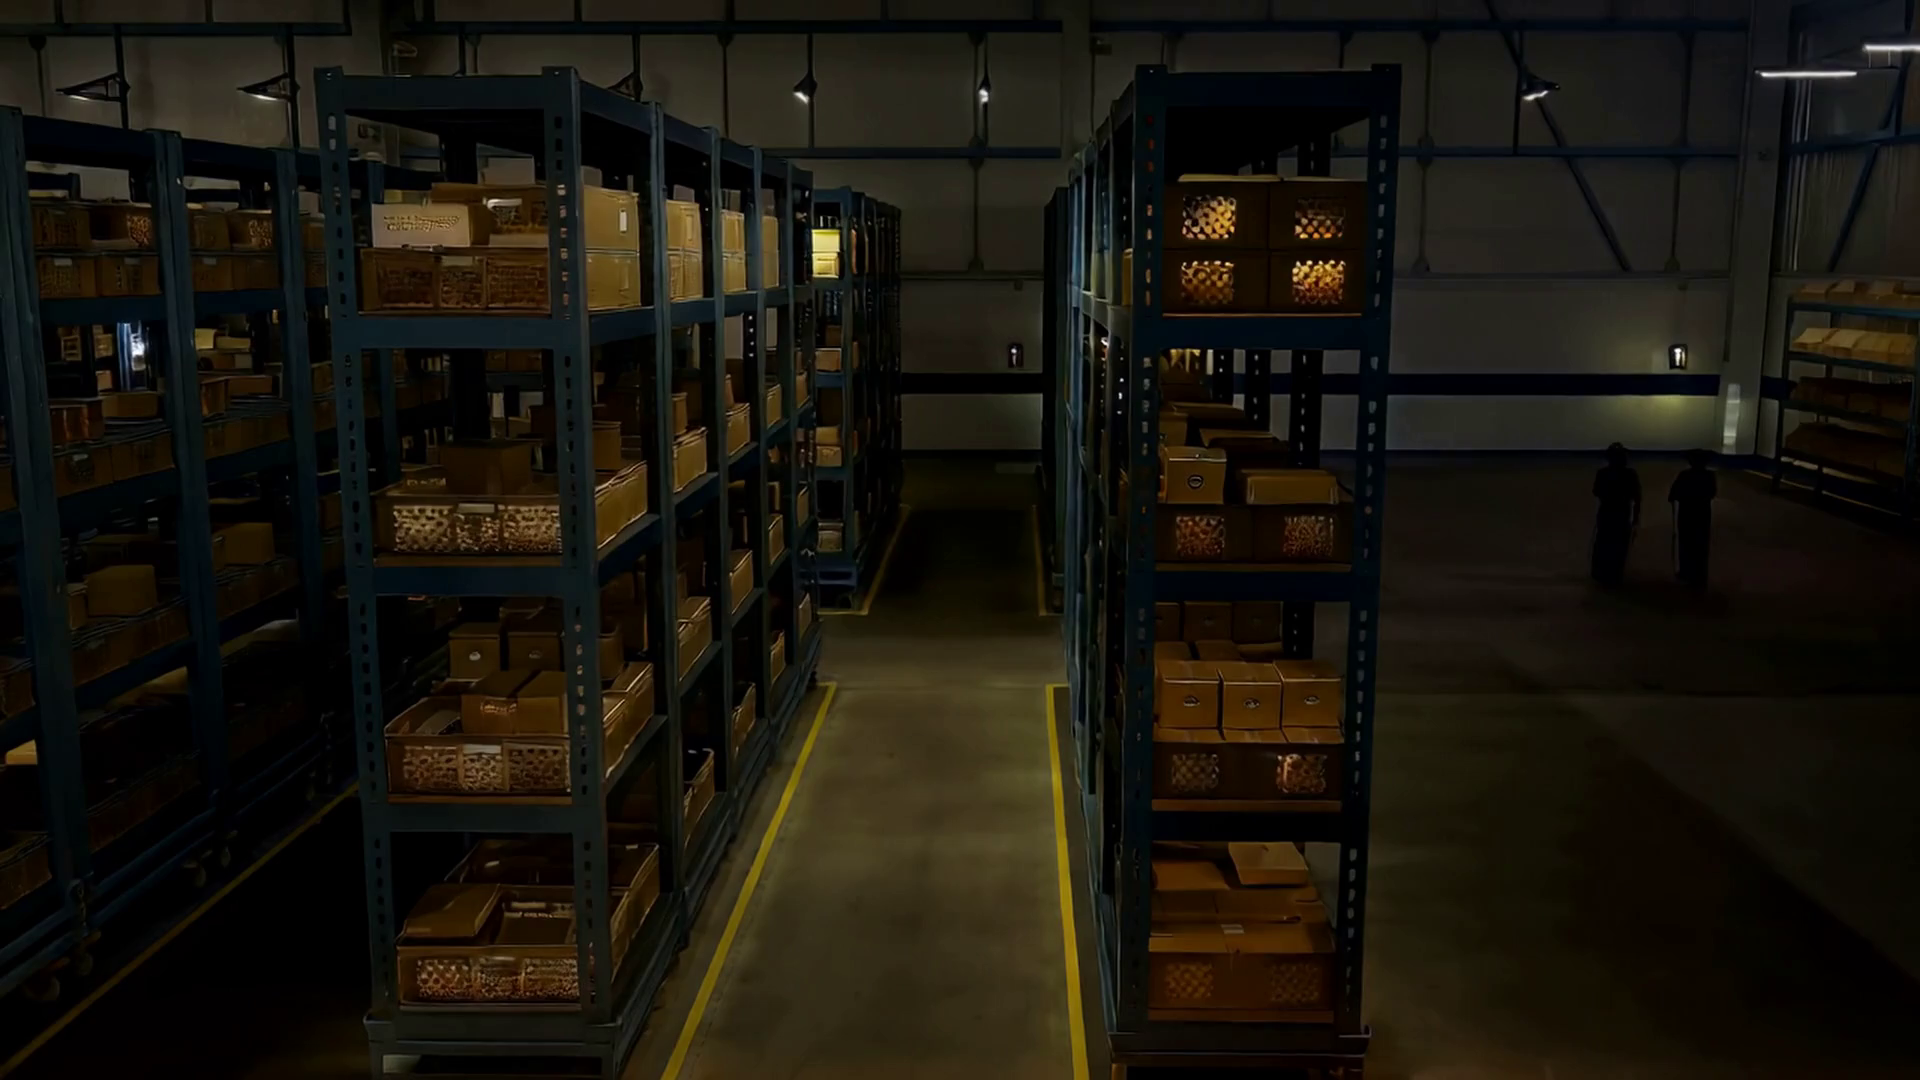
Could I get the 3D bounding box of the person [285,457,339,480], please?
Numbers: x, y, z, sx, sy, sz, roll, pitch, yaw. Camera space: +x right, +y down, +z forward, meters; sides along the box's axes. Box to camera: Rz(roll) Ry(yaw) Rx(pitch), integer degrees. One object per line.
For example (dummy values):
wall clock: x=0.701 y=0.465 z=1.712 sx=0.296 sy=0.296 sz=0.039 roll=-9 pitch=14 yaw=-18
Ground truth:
person: x=-8.659 y=-1.610 z=22.037 sx=1.003 sy=1.784 sz=0.582 roll=-2 pitch=10 yaw=-12
